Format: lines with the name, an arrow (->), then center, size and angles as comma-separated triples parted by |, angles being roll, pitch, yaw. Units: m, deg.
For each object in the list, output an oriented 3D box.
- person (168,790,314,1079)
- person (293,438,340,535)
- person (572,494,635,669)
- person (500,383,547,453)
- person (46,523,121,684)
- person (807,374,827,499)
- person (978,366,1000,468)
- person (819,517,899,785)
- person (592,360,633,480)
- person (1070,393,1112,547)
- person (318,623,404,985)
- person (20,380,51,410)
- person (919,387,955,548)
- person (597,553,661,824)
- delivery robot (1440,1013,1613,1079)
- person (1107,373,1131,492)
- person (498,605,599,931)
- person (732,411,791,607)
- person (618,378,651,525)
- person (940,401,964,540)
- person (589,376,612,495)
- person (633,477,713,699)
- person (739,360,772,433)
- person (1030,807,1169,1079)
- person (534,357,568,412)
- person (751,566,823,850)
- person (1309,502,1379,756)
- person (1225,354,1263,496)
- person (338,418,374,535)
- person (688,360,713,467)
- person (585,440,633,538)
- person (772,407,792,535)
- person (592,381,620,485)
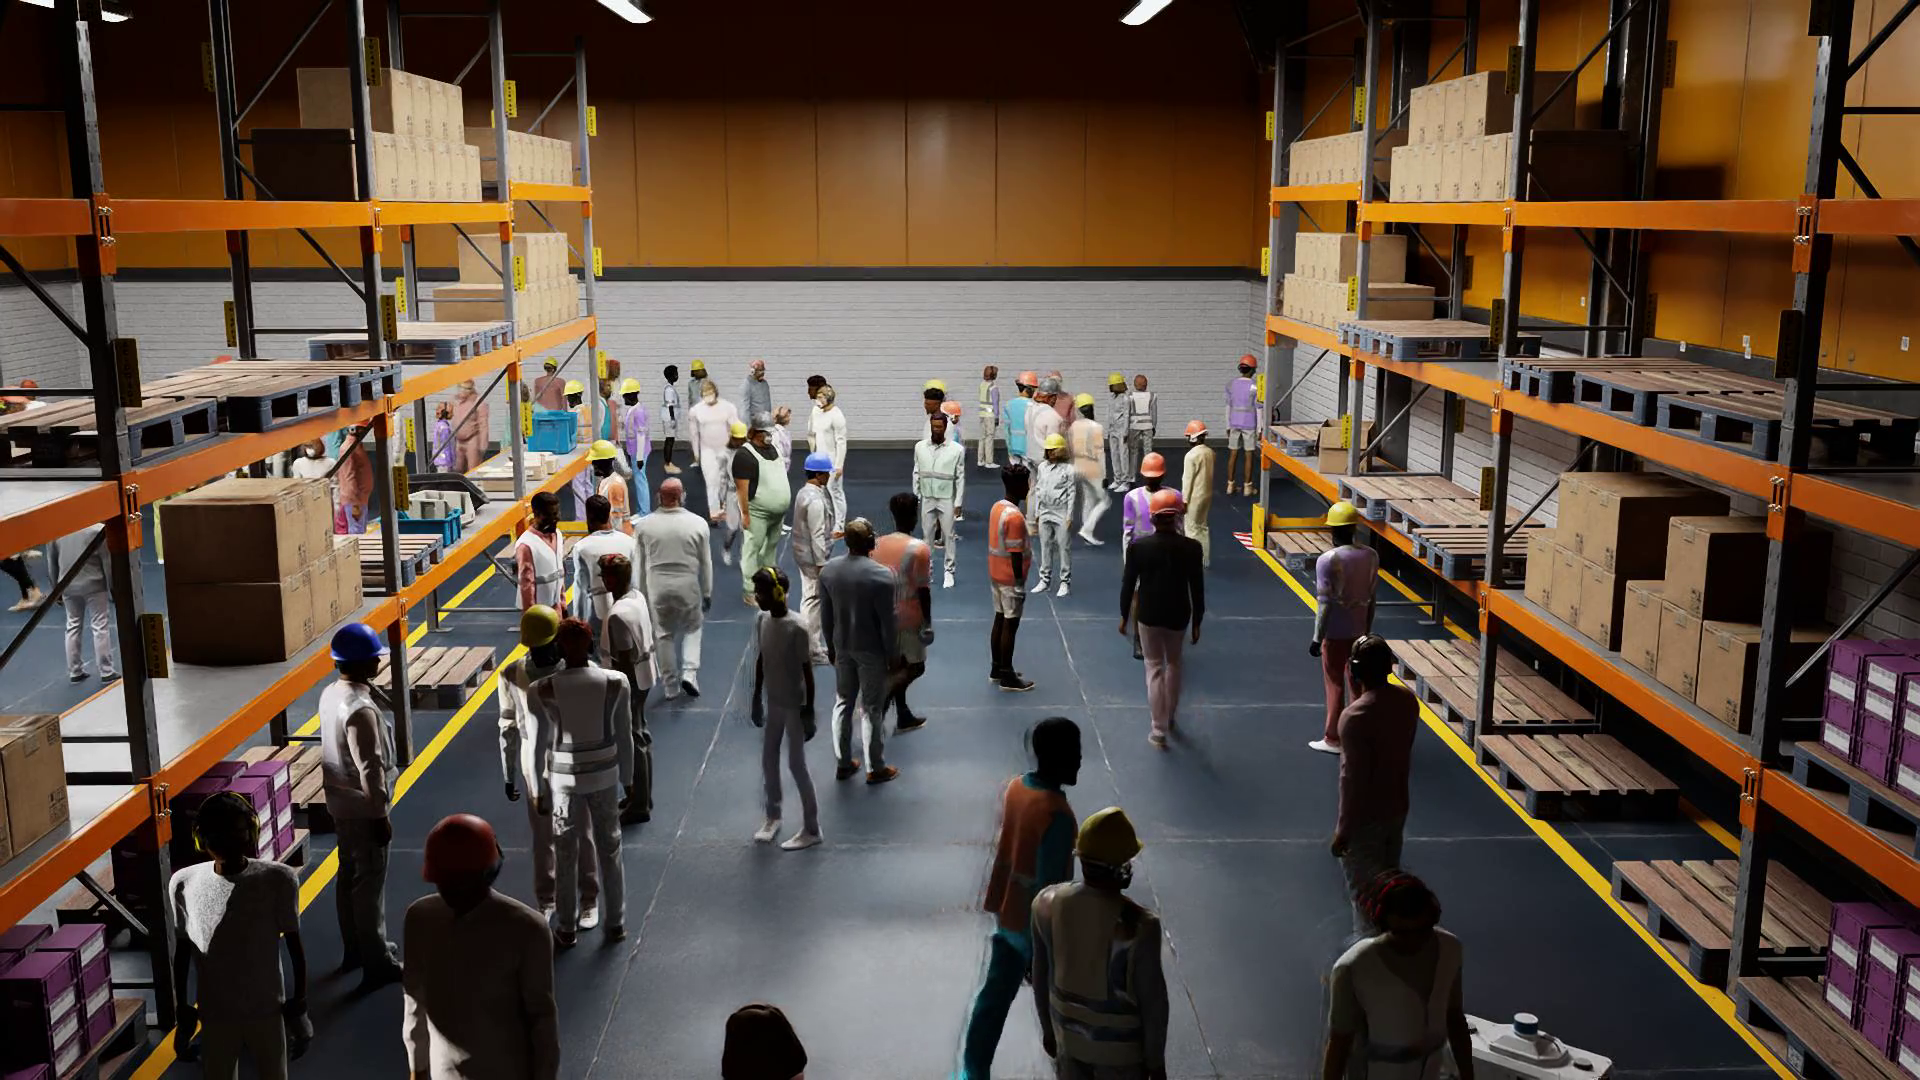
person -> -2.848, 1.887, 6.588 | 0.532, 1.876, 0.321 | -2, 11, -10
person -> -7.169, -0.378, 18.553 | 0.507, 1.632, 0.265 | -1, 11, -5
person -> -2.770, 0.592, 13.018 | 0.404, 1.906, 0.598 | 8, 14, 34
person -> -5.600, -1.063, 21.311 | 0.877, 1.891, 0.663 | 6, 13, 26
person -> -7.600, 0.385, 14.450 | 0.568, 1.744, 0.349 | 0, 11, 0
person -> -1.823, -1.196, 21.855 | 0.376, 1.959, 0.606 | 1, 11, 7
person -> 0.460, -1.958, 26.485 | 0.312, 1.633, 0.519 | -6, 13, -26
person -> -0.712, 0.796, 11.927 | 0.640, 1.942, 0.373 | 6, 13, 29
person -> -5.288, -1.835, 25.385 | 1.021, 1.821, 0.580 | 5, 12, 25
person -> 1.594, -0.830, 20.195 | 0.408, 1.894, 0.622 | -7, 13, -32
person -> -3.184, 1.396, 8.868 | 0.387, 1.948, 0.602 | -9, 14, -38
person -> -12.139, -1.161, 21.853 | 0.355, 1.883, 0.573 | 7, 13, 30
person -> -0.284, -0.887, 20.264 | 0.362, 1.963, 0.613 | -6, 13, -26
person -> -2.216, 0.992, 11.158 | 0.394, 1.841, 0.564 | 0, 11, 0
delivery robot -> 2.500, 2.344, 7.383 | 0.707, 0.478, 0.477 | 9, 14, 38
person -> 2.298, -1.576, 24.316 | 0.324, 1.730, 0.494 | -6, 13, -28
person -> -2.324, 1.292, 9.486 | 0.592, 1.911, 0.398 | -1, 11, -3
person -> -2.020, -0.339, 17.332 | 0.537, 2.000, 0.688 | 7, 13, 30
person -> -4.246, -1.159, 21.758 | 0.398, 1.918, 0.588 | -4, 12, -19
person -> -0.123, -0.864, 20.731 | 0.354, 1.739, 0.571 | -4, 12, -19
person -> -4.949, -1.364, 22.988 | 0.349, 1.839, 0.504 | -1, 11, -6
person -> -2.393, 0.418, 13.929 | 0.647, 1.893, 0.428 | -1, 11, -4
person -> -2.999, -1.735, 24.713 | 0.401, 1.893, 0.655 | 5, 13, 25
person -> 0.562, 1.927, 6.490 | 0.587, 1.835, 0.404 | 9, 14, 37
person -> -6.538, -2.051, 26.649 | 0.528, 1.752, 0.340 | 1, 11, 4
person -> -1.114, 1.077, 10.708 | 0.362, 1.852, 0.597 | -11, 16, -43
person -> 2.882, 0.665, 12.588 | 0.594, 1.922, 0.385 | -7, 13, -31
person -> 4.103, -1.653, 23.955 | 0.604, 2.034, 0.417 | 8, 14, 35
person -> -6.456, -0.421, 17.880 | 0.393, 1.986, 0.609 | -2, 12, -11
person -> -4.128, -2.006, 26.468 | 0.483, 1.735, 0.346 | 6, 13, 26
person -> -3.371, -0.016, 16.039 | 0.409, 1.918, 0.585 | -4, 12, -21
person -> -2.282, -0.883, 21.099 | 0.336, 1.621, 0.518 | 2, 12, 12
person -> -4.959, -1.395, 23.324 | 0.329, 1.765, 0.533 | 6, 13, 29
